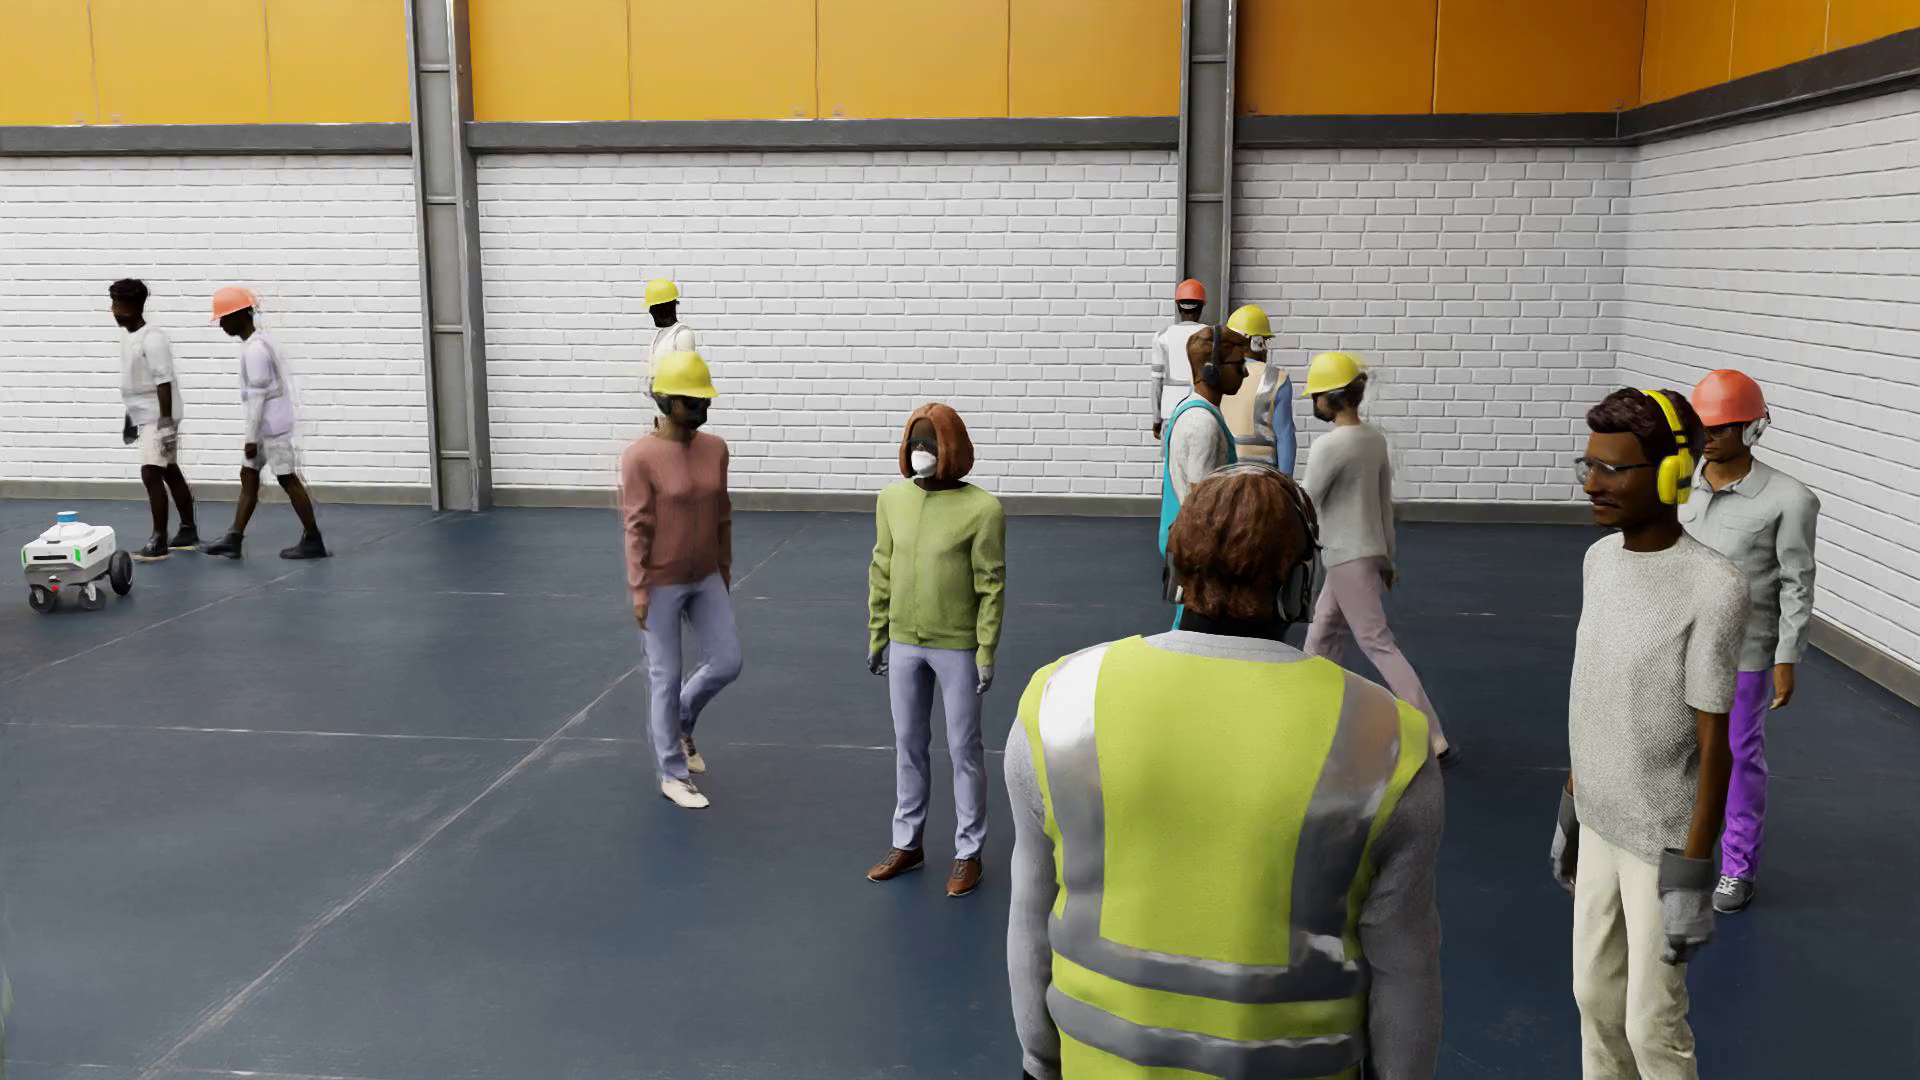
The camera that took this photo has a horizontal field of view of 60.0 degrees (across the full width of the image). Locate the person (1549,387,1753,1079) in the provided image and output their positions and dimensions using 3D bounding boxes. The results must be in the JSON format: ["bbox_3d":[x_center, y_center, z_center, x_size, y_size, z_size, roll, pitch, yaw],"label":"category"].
[{"bbox_3d":[1.372,0.618,3.405,0.328,1.862,0.505,-2,10,-11],"label":"person"}]

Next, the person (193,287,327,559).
[{"bbox_3d":[-4.802,-0.760,11.261,0.933,1.866,0.612,-4,11,-24],"label":"person"}]

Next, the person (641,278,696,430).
[{"bbox_3d":[-2.126,-0.952,12.215,0.382,1.917,0.585,-5,11,-28],"label":"person"}]

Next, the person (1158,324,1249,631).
[{"bbox_3d":[0.960,0.071,6.599,0.342,1.840,0.505,1,10,4],"label":"person"}]

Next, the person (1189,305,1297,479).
[{"bbox_3d":[1.535,-0.352,9.032,0.599,1.827,0.403,5,11,29],"label":"person"}]

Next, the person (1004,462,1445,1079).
[{"bbox_3d":[0.379,0.798,2.463,0.636,1.830,0.429,3,10,18],"label":"person"}]

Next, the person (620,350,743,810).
[{"bbox_3d":[-1.071,0.152,6.348,0.407,1.752,0.535,9,13,42],"label":"person"}]

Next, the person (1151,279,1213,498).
[{"bbox_3d":[1.655,-0.920,12.049,0.545,1.919,0.422,4,11,20],"label":"person"}]

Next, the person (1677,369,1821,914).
[{"bbox_3d":[2.433,0.324,5.380,0.342,1.750,0.568,-7,12,-36],"label":"person"}]

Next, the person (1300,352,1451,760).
[{"bbox_3d":[1.652,0.076,6.921,0.940,1.710,0.532,7,12,36],"label":"person"}]

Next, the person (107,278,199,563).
[{"bbox_3d":[-5.603,-0.832,11.497,0.585,1.937,0.636,-7,12,-36],"label":"person"}]

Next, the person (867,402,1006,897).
[{"bbox_3d":[-0.086,0.358,5.522,0.500,1.635,0.287,5,11,28],"label":"person"}]

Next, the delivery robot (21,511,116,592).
[{"bbox_3d":[-5.341,0.073,9.979,0.477,0.478,0.707,-2,10,-11],"label":"delivery robot"}]
